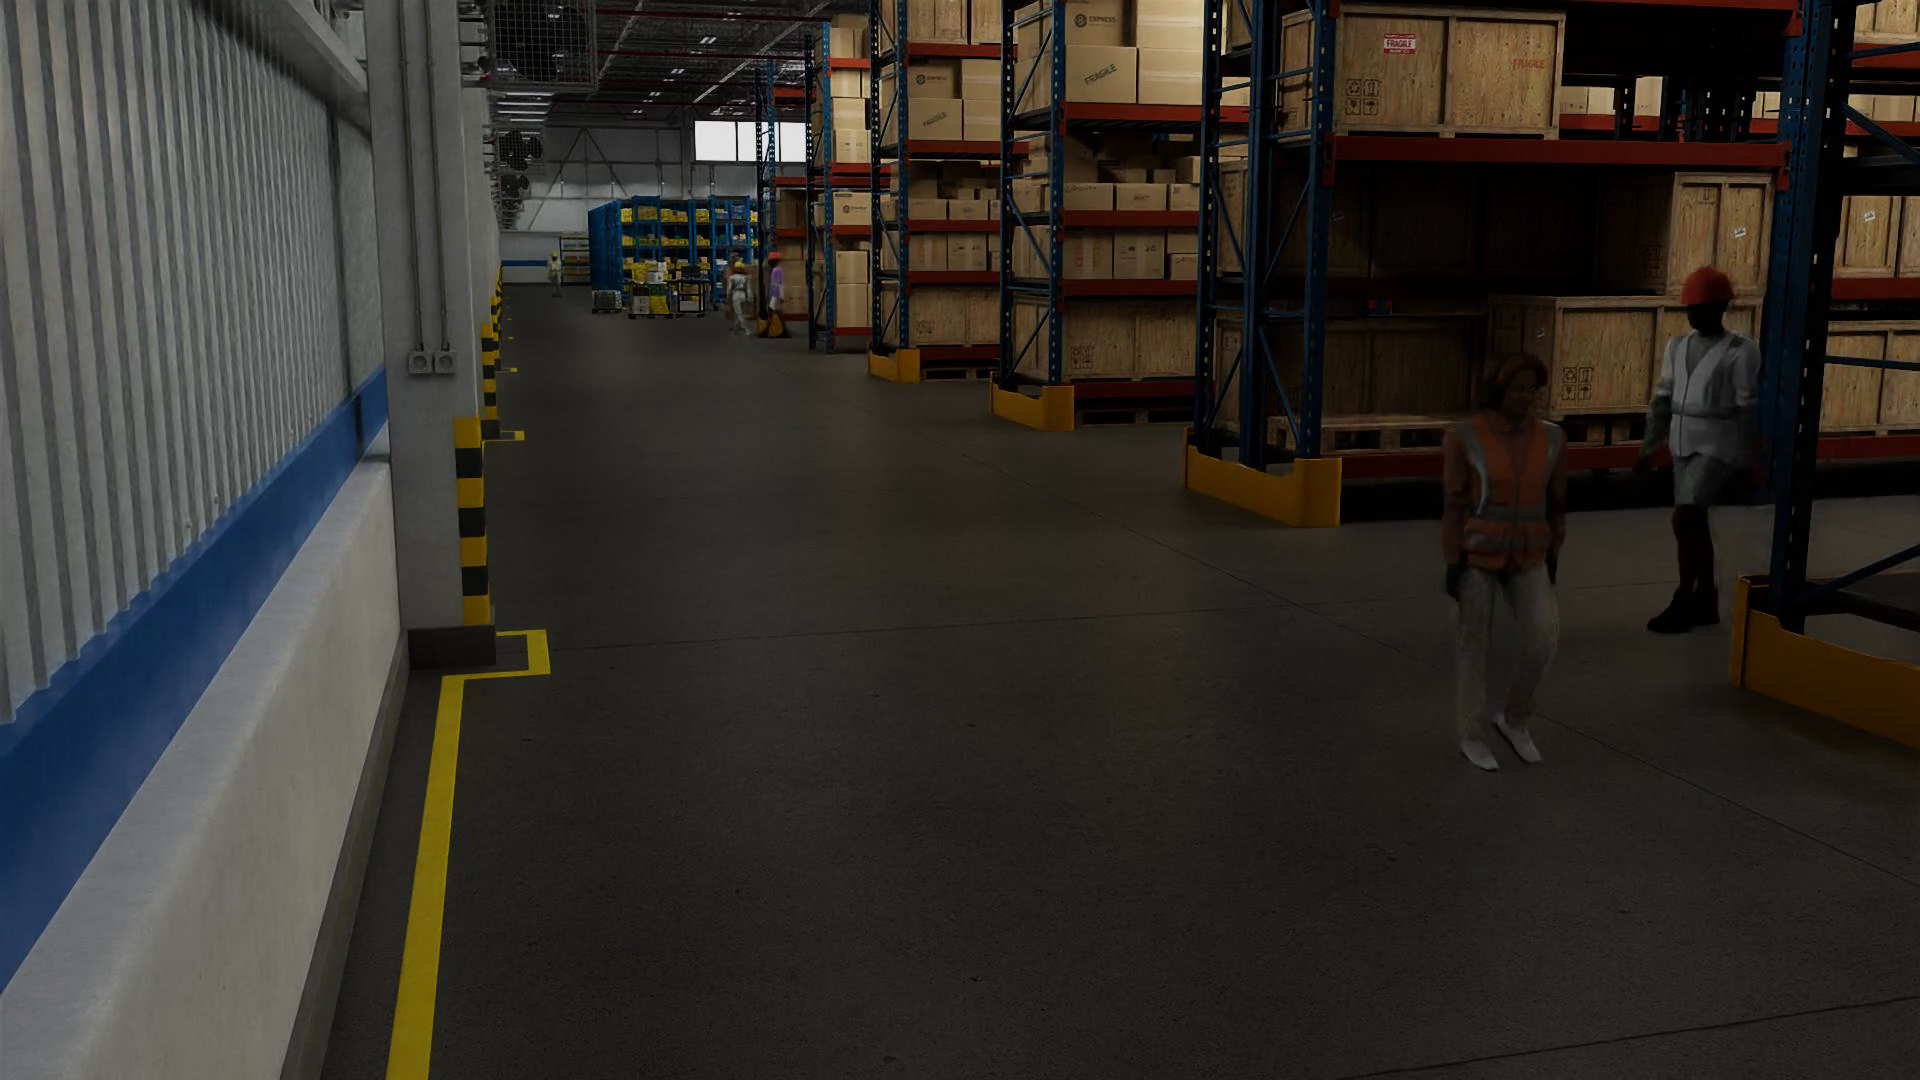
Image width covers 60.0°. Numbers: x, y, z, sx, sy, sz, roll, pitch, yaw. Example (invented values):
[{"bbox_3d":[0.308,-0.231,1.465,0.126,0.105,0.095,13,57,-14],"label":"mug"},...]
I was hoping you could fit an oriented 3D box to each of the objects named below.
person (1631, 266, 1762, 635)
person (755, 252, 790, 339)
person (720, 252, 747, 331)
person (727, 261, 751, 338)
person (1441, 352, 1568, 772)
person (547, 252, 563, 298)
[{"bbox_3d":[3.799,-0.463,8.714,0.701,1.912,0.559,-3,11,-18],"label":"person"},{"bbox_3d":[-4.160,-5.373,36.581,0.891,1.895,0.557,-2,10,-12],"label":"person"},{"bbox_3d":[-5.484,-5.956,39.931,0.670,1.876,0.837,5,11,27],"label":"person"},{"bbox_3d":[-4.862,-5.323,36.877,0.540,1.701,0.829,-6,12,-33],"label":"person"},{"bbox_3d":[2.085,0.098,6.393,0.518,1.626,0.376,-1,10,-4],"label":"person"},{"bbox_3d":[-15.927,-10.421,65.476,0.621,1.780,0.915,-5,11,-26],"label":"person"}]
